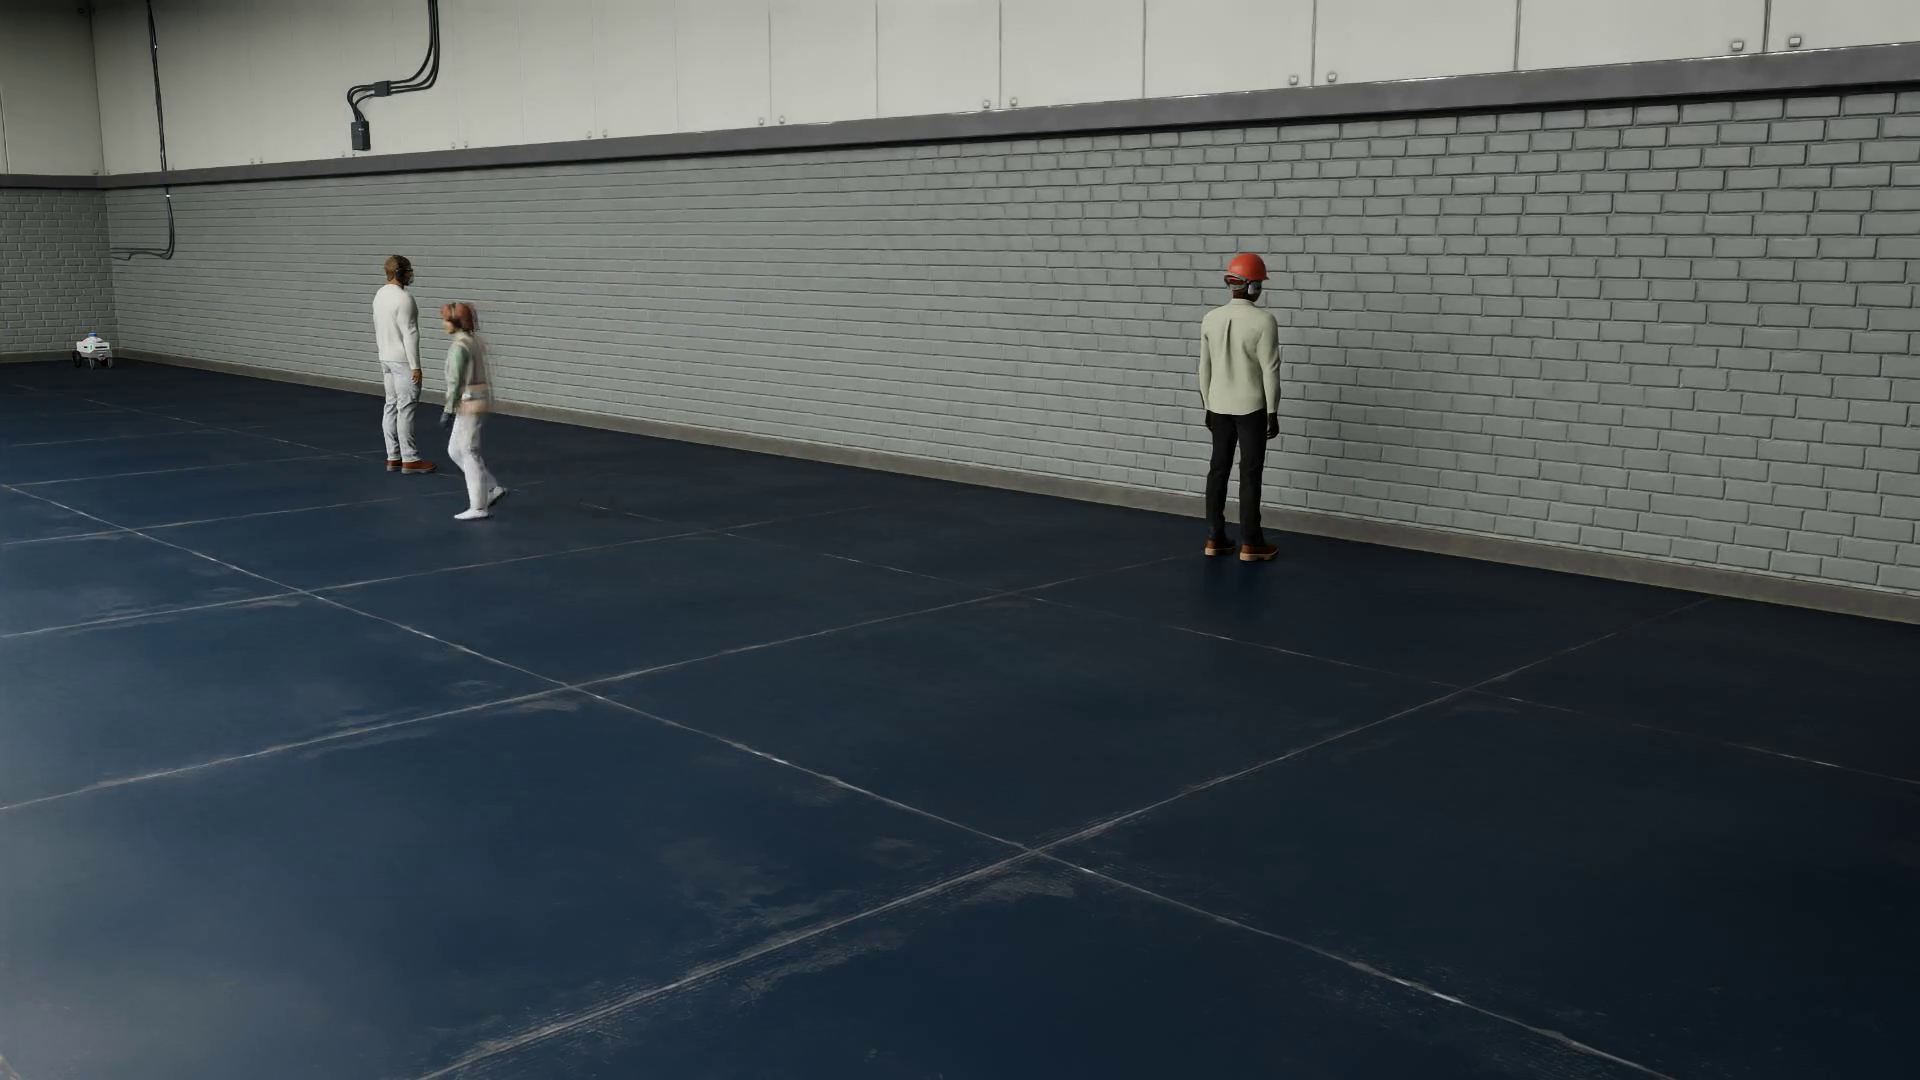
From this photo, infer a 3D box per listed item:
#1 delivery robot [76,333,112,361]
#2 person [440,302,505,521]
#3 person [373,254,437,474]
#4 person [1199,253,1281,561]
[{"bbox_3d":[-13.955,-3.092,26.803,0.477,0.478,0.707,-10,14,-44],"label":"delivery robot"},{"bbox_3d":[-3.674,-0.950,12.352,0.368,1.624,0.515,-2,11,-9],"label":"person"},{"bbox_3d":[-5.001,-1.576,14.901,0.369,1.939,0.631,-10,14,-44],"label":"person"},{"bbox_3d":[1.846,-0.873,10.911,0.381,1.994,0.615,-10,14,-44],"label":"person"}]
